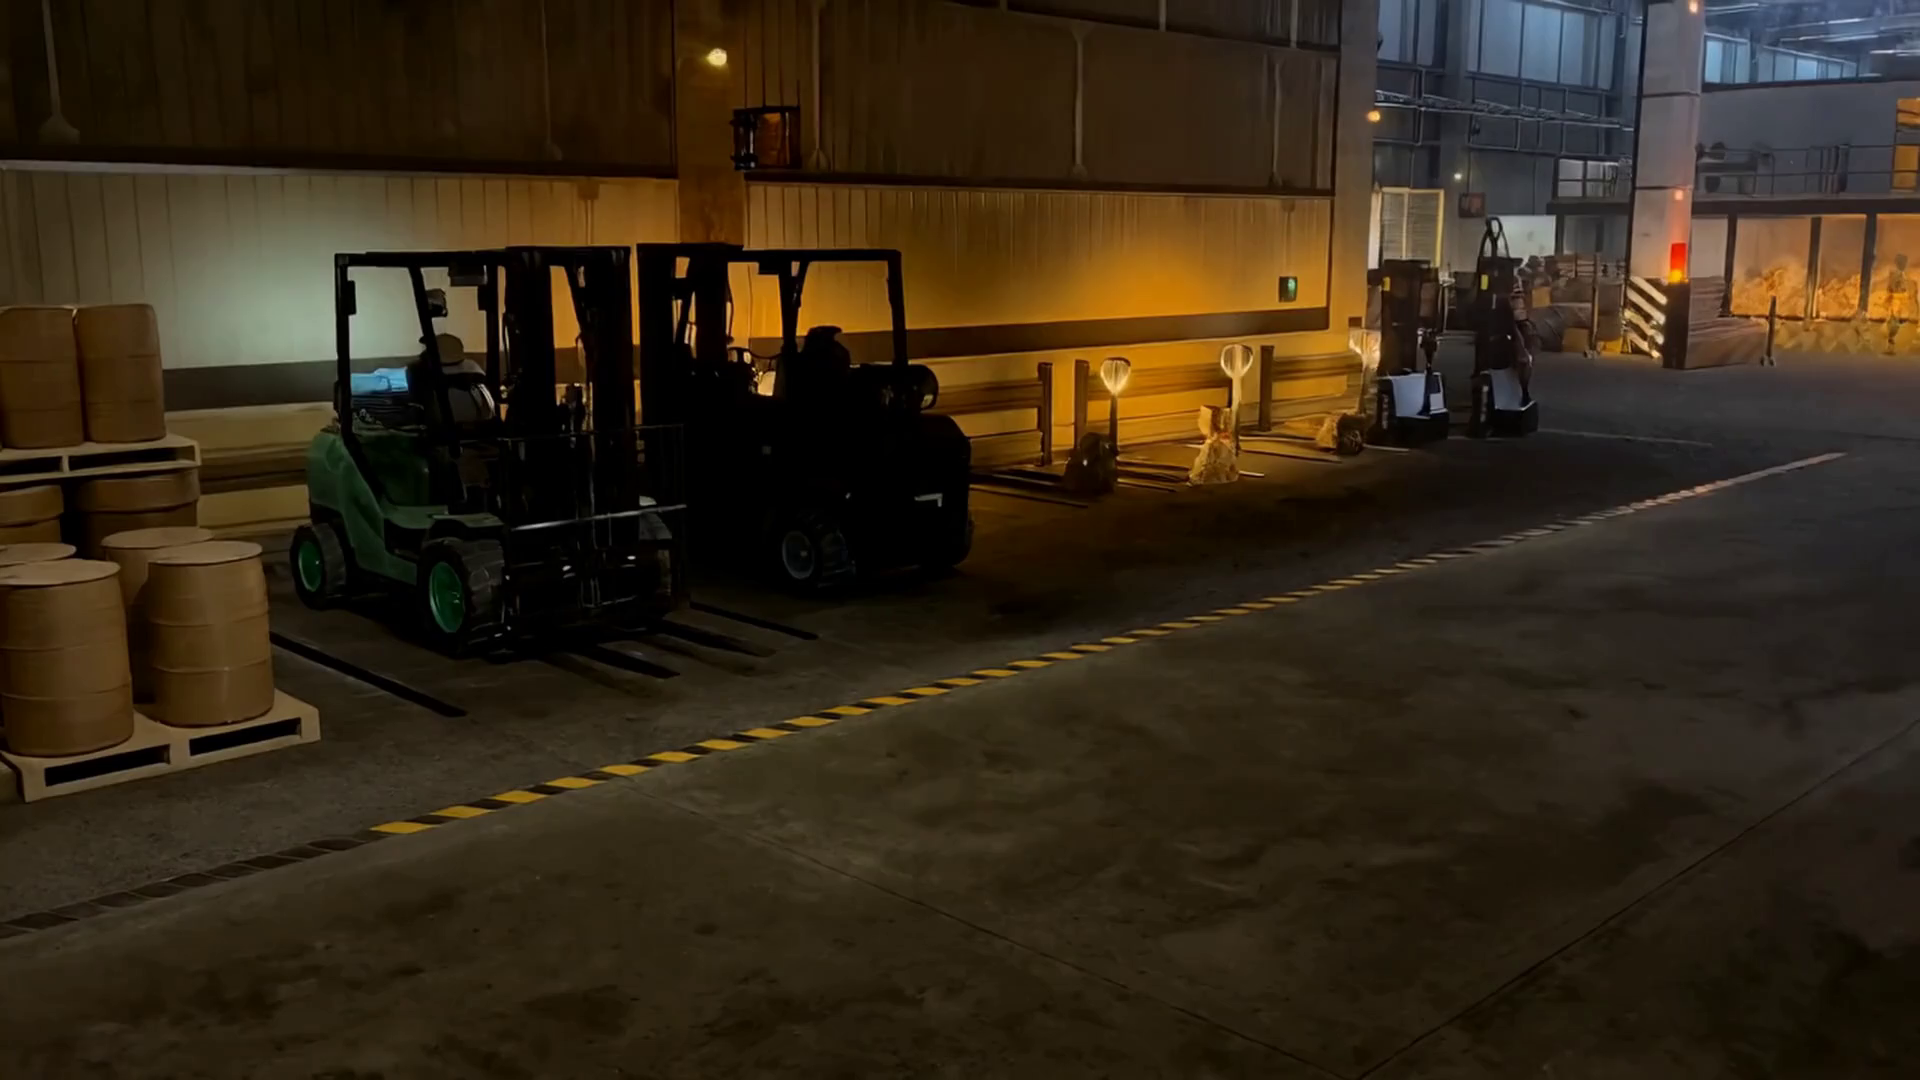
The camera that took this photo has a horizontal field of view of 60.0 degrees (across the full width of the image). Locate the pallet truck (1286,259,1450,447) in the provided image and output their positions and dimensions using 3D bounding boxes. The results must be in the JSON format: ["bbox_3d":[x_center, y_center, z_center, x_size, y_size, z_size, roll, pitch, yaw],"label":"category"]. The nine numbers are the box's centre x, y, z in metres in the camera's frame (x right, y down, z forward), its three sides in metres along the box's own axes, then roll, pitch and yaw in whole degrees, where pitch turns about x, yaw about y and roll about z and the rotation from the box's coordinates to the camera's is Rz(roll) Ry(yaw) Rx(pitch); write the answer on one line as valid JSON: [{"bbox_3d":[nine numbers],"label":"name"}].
[{"bbox_3d":[4.493,-2.078,18.196,0.823,1.965,1.885,-9,14,-40],"label":"pallet truck"}]

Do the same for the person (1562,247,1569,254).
[{"bbox_3d":[15.562,-6.610,43.096,0.585,1.927,0.366,-10,14,-43],"label":"person"}]

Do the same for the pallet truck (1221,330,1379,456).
[{"bbox_3d":[3.563,-1.581,17.381,0.653,1.274,1.630,-10,14,-44],"label":"pallet truck"}]

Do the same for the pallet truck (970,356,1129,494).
[{"bbox_3d":[0.784,-1.085,14.876,0.680,1.201,1.601,-10,14,-44],"label":"pallet truck"}]

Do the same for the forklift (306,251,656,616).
[{"bbox_3d":[-2.833,-0.669,9.694,1.157,1.987,2.680,-10,14,-44],"label":"forklift"}]

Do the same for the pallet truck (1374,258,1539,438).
[{"bbox_3d":[5.704,-2.208,18.901,1.885,1.965,0.823,10,14,43],"label":"pallet truck"}]

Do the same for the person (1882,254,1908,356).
[{"bbox_3d":[17.454,-4.369,31.003,0.573,1.883,0.356,-10,14,-43],"label":"person"}]

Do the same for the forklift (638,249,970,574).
[{"bbox_3d":[-1.173,-0.958,11.239,2.680,1.987,1.157,10,14,43],"label":"forklift"}]

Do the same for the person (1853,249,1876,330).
[{"bbox_3d":[21.392,-5.915,39.302,0.542,1.931,0.366,-10,14,-43],"label":"person"}]

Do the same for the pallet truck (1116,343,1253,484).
[{"bbox_3d":[1.962,-1.215,15.415,1.522,1.261,0.704,10,14,43],"label":"pallet truck"}]
